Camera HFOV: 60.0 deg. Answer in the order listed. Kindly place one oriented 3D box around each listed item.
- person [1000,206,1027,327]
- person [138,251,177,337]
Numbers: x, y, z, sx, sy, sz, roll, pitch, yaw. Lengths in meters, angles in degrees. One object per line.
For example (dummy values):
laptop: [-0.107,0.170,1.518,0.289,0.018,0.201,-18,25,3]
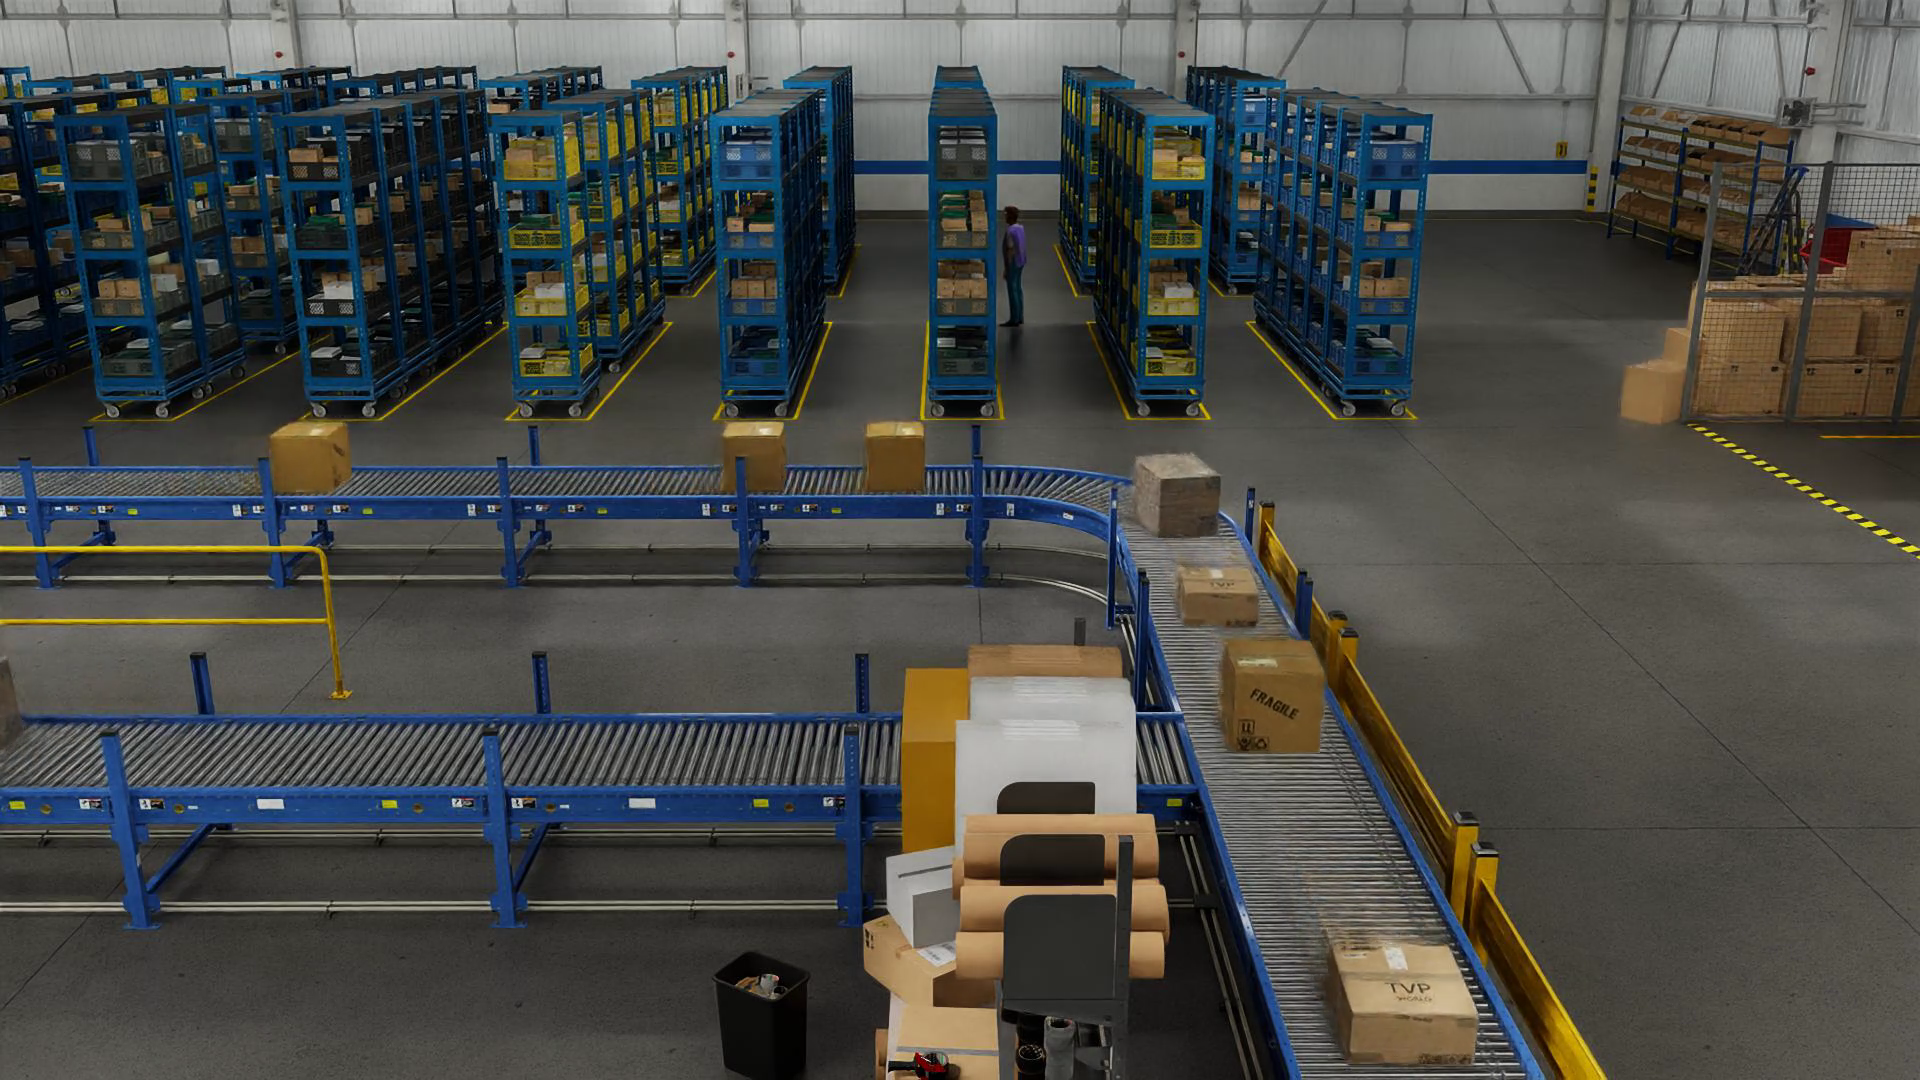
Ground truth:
person: [0.840,-4.219,25.648,0.373,1.843,0.571,7,19,20]
person: [-11.366,-3.535,23.637,0.603,1.794,0.757,-5,19,-16]
